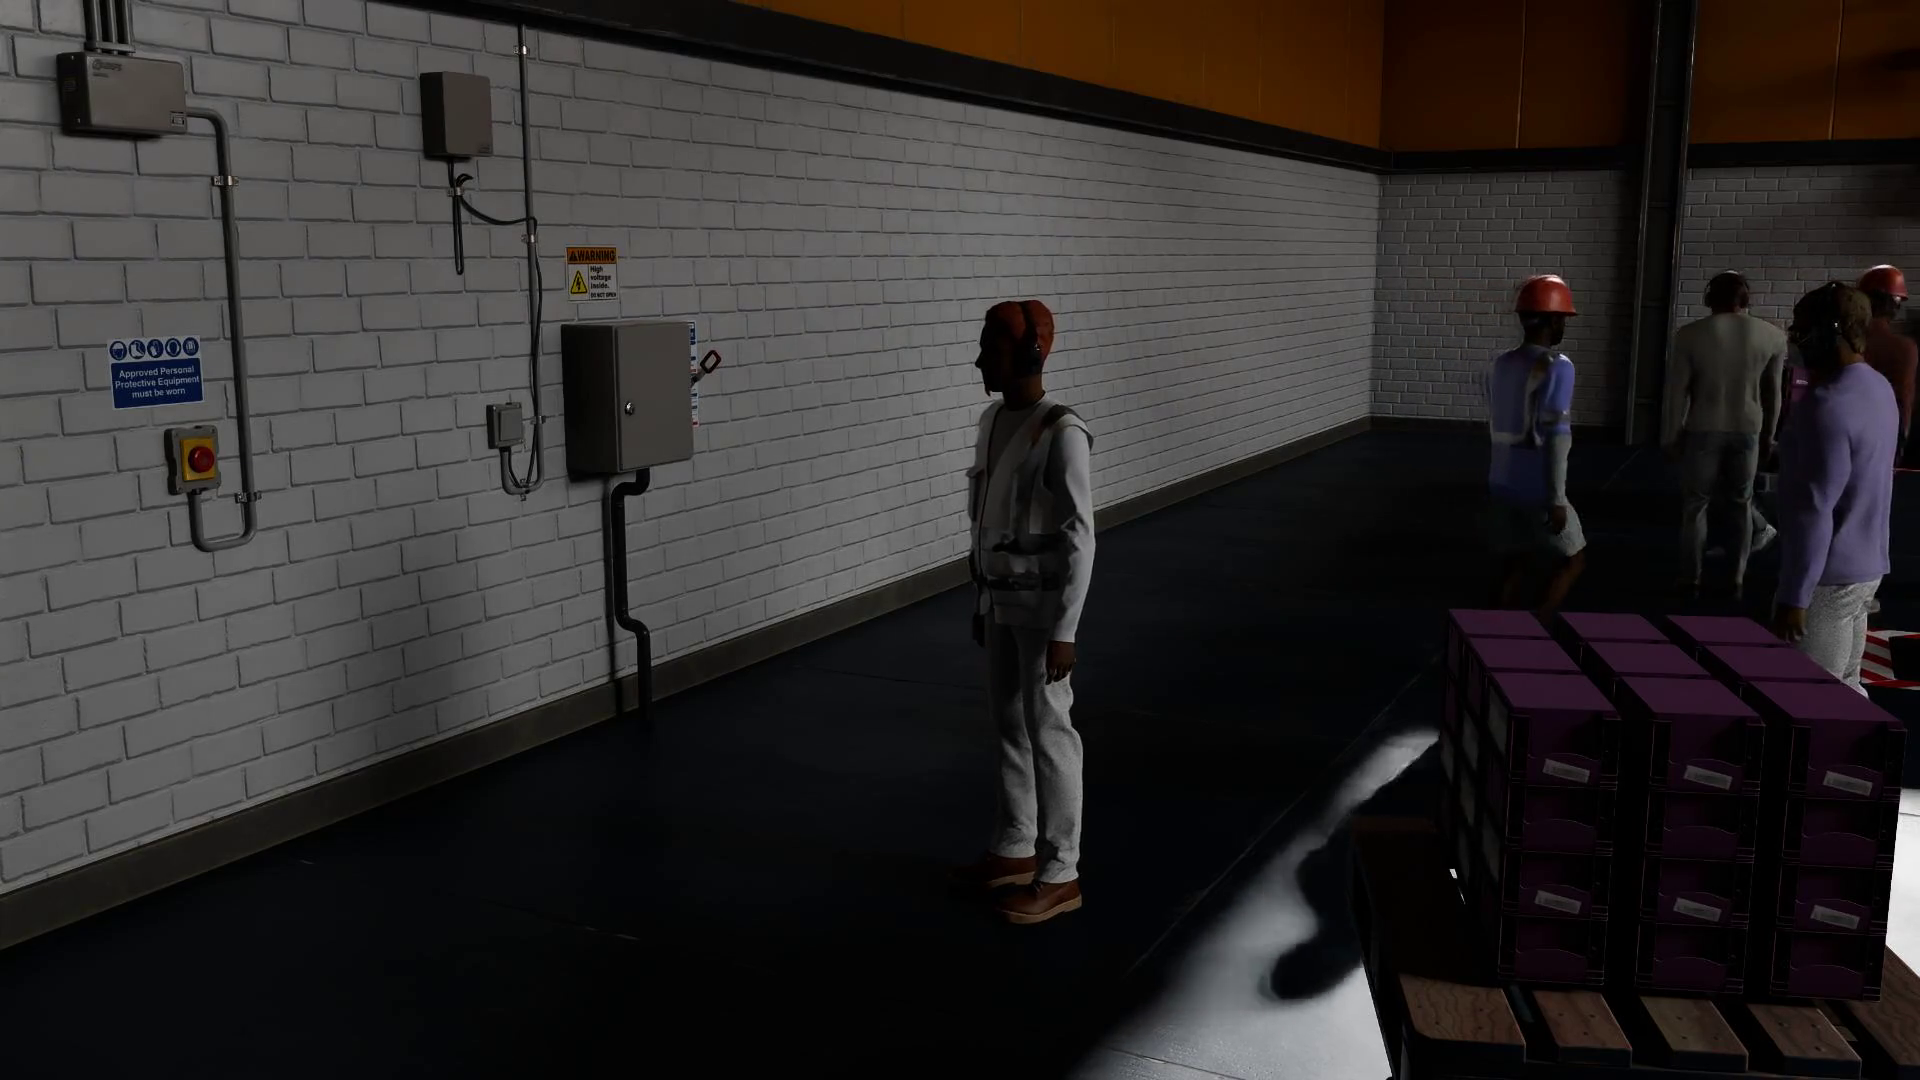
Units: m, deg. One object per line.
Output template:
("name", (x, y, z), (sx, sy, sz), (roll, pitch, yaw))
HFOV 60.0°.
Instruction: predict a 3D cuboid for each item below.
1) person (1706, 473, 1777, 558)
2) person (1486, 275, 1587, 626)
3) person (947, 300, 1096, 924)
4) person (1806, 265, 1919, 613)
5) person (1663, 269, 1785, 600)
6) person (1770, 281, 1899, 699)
("person", (5.104, -0.657, 10.893), (0.406, 1.624, 0.515), (5, 11, 27))
("person", (2.665, -0.258, 7.717), (0.436, 1.917, 0.566), (-4, 10, -20))
("person", (0.196, 0.218, 5.068), (0.352, 1.881, 0.576), (-5, 11, -25))
("person", (4.889, -0.530, 9.189), (0.736, 1.964, 0.633), (-7, 12, -34))
("person", (4.434, -0.606, 9.727), (0.640, 1.926, 0.406), (2, 10, 12))
("person", (2.800, 0.139, 5.392), (0.356, 1.933, 0.630), (8, 13, 40))
